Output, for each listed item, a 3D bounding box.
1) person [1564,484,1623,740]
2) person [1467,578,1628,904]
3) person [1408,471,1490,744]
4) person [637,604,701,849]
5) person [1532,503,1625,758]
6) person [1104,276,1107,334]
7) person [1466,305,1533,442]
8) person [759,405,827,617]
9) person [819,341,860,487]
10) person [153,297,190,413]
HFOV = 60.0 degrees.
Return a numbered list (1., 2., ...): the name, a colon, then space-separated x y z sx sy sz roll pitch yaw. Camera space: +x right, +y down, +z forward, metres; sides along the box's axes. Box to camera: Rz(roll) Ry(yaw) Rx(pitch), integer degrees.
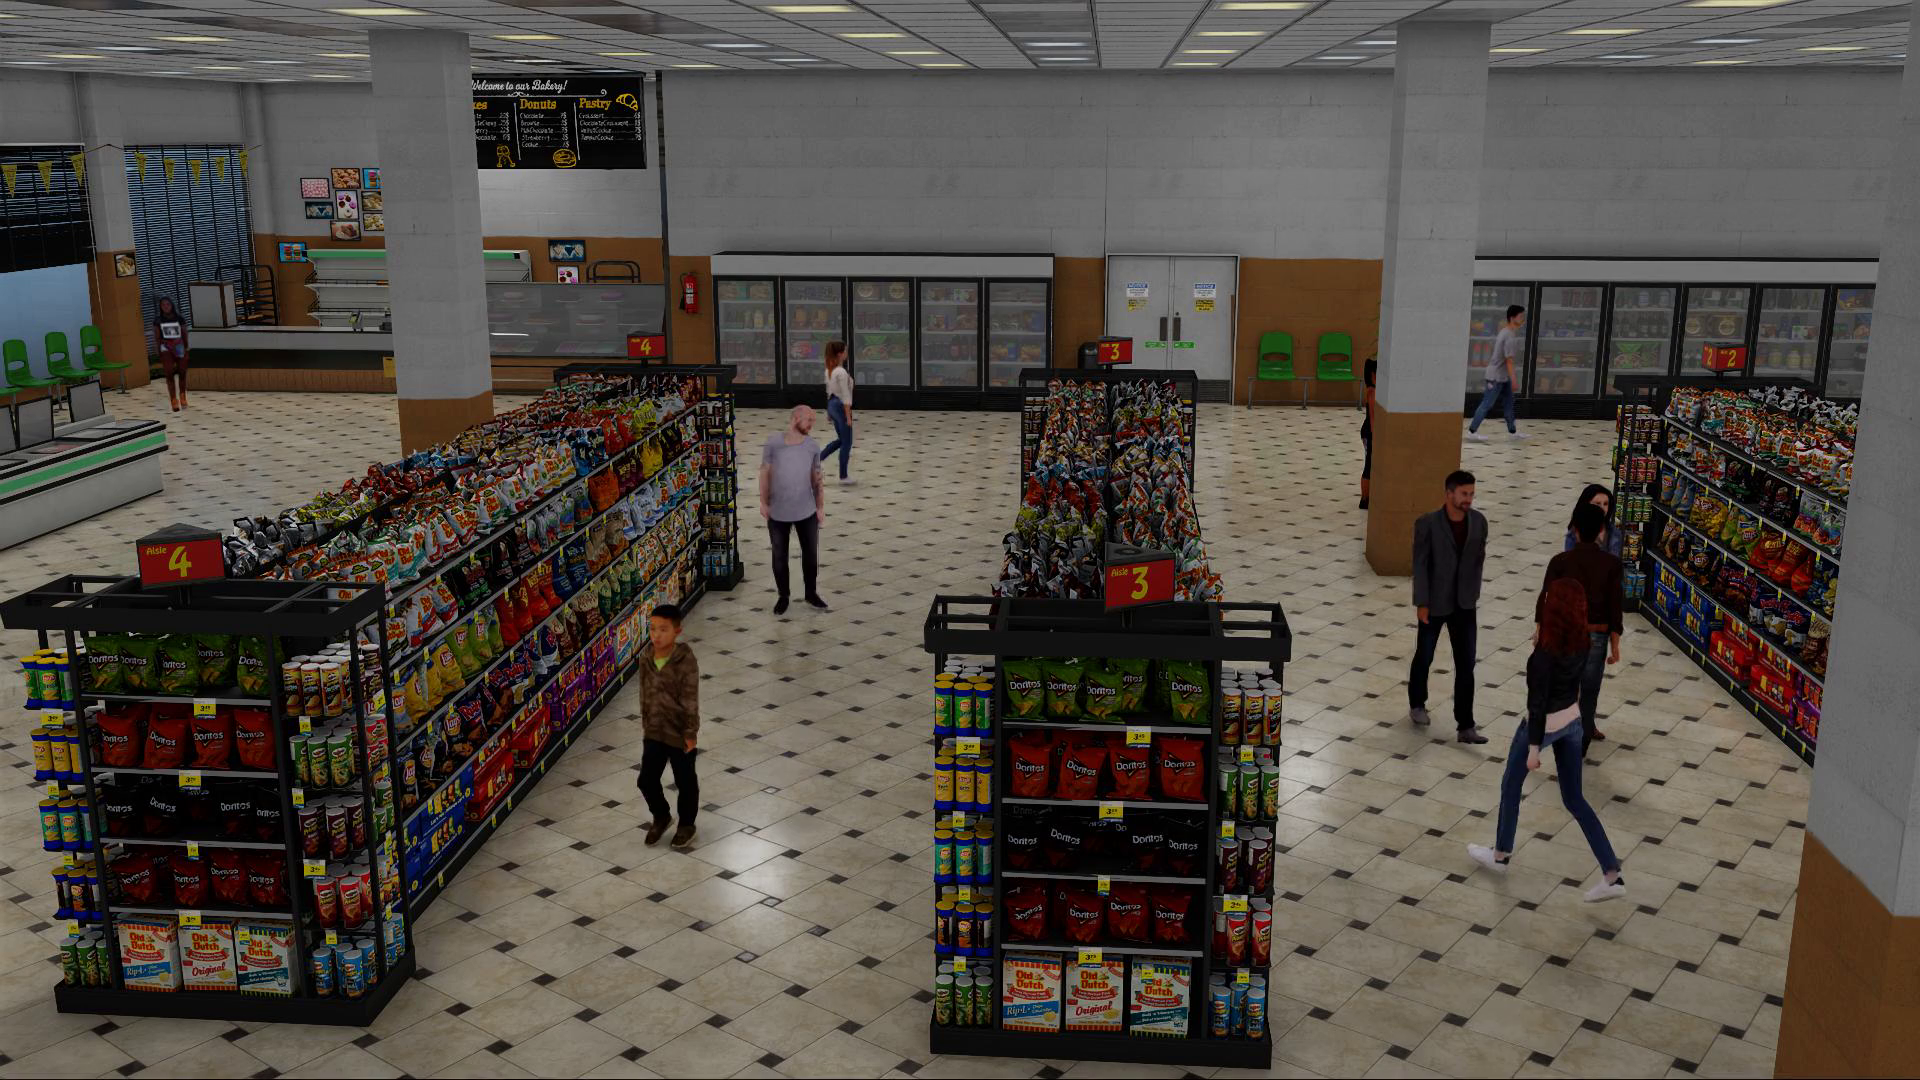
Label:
1. person: 4.243 0.488 11.270 0.662 1.774 0.648 -3 14 -11
2. person: 3.213 1.095 8.819 1.095 1.749 1.268 -8 16 -31
3. person: 3.279 0.432 11.366 0.826 1.837 1.113 -1 14 -6
4. person: -1.640 1.057 9.619 0.616 1.446 0.632 4 14 14
5. person: 3.942 0.667 10.562 0.785 1.759 0.954 4 14 17
6. person: 2.634 -3.874 29.486 0.774 1.664 0.716 -2 14 -6
7. person: 7.117 -2.195 22.207 0.925 1.832 1.090 3 14 13
8. person: -1.466 -0.262 14.260 0.768 1.823 0.695 1 14 3
9. person: -1.478 -1.462 19.452 0.901 1.706 0.887 -7 15 -26
10. person: -11.743 -2.752 24.860 1.072 1.664 1.307 -7 15 -27
